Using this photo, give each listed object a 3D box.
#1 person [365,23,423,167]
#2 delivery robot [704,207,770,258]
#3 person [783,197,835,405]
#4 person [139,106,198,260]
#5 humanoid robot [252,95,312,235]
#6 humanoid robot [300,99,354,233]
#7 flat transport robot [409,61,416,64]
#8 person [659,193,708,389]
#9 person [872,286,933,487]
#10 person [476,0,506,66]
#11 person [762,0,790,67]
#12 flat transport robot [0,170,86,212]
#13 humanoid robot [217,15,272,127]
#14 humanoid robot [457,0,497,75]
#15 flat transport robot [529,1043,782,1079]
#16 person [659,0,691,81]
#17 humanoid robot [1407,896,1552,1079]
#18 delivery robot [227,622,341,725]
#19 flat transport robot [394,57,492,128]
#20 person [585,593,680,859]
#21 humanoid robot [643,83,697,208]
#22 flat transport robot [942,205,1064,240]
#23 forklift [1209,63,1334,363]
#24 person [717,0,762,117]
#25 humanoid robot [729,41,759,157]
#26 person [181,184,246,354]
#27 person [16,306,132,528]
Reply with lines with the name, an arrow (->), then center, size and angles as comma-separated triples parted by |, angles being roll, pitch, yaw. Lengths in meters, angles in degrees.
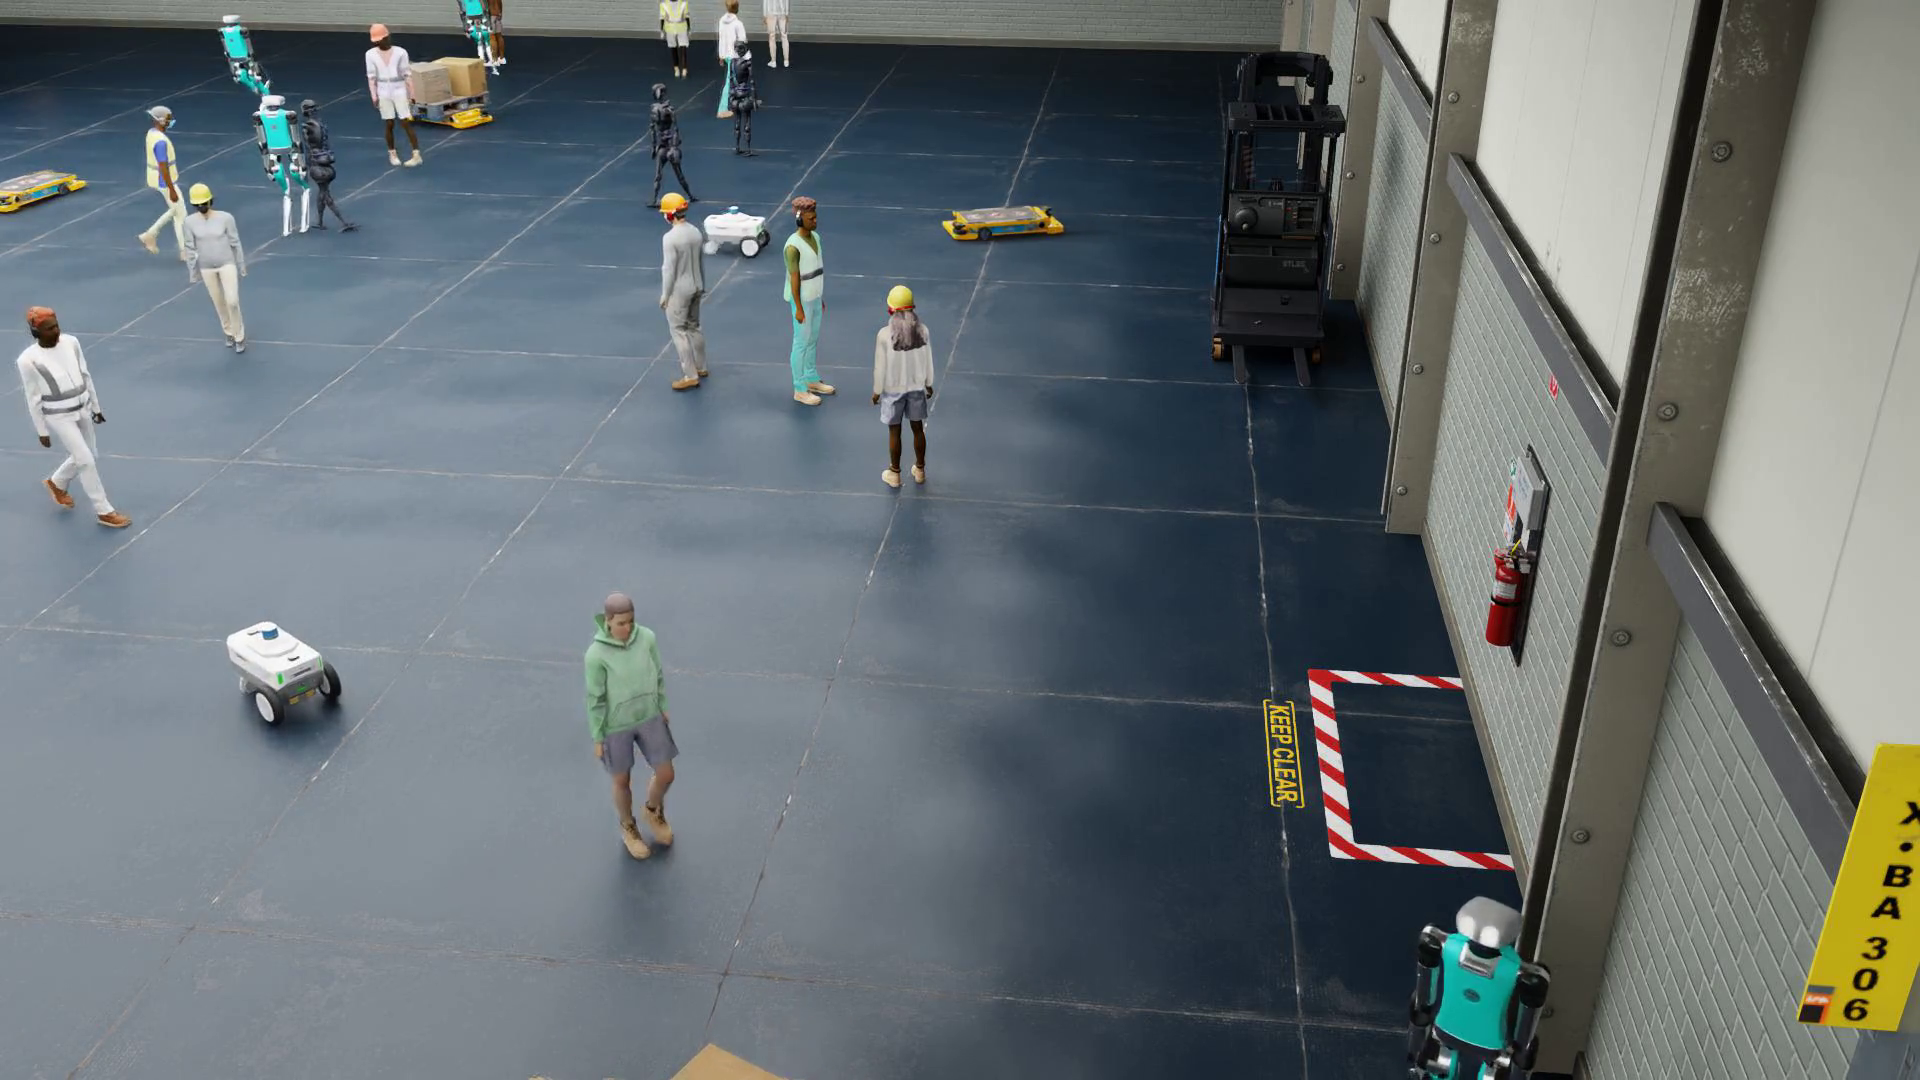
person -> -8.192, -6.415, 23.989 | 0.604, 2.029, 0.428 | -3, 27, -5
delivery robot -> -2.735, -3.774, 20.350 | 0.791, 0.592, 0.499 | 4, 27, 8
person -> -1.457, -2.282, 15.790 | 0.405, 1.978, 0.483 | 10, 28, 20
person -> -9.490, -4.214, 19.769 | 0.626, 1.865, 0.572 | -13, 29, -23
humanoid robot -> -8.430, -4.722, 20.916 | 0.531, 1.796, 0.672 | -2, 27, -3
humanoid robot -> -8.062, -4.723, 21.044 | 0.633, 1.635, 0.647 | 3, 27, 5
flat transport robot -> -9.944, -8.370, 29.848 | 0.659, 0.231, 1.431 | -18, 32, -32
person -> -2.664, -2.421, 16.182 | 0.535, 1.872, 0.721 | 13, 29, 24
person -> -0.465, -1.284, 14.029 | 0.536, 1.765, 0.403 | -10, 28, -19
person -> -8.682, -9.733, 30.802 | 0.401, 1.851, 0.790 | 9, 28, 16
person -> -3.390, -9.699, 30.707 | 0.509, 1.876, 0.381 | -9, 28, -17
flat transport robot -> -12.693, -4.746, 22.614 | 0.659, 0.231, 1.431 | 8, 28, 16
humanoid robot -> -11.208, -7.453, 26.439 | 0.556, 1.840, 0.884 | 6, 27, 13
humanoid robot -> -8.678, -9.232, 29.945 | 0.610, 1.790, 0.838 | -6, 27, -12
flat transport robot -> -1.266, 3.035, 7.079 | 0.659, 0.231, 1.431 | 11, 29, 21
person -> -5.072, -9.048, 29.643 | 0.550, 1.646, 0.867 | -3, 27, -6
humanoid robot -> 2.225, 2.200, 7.143 | 0.533, 1.814, 0.695 | 16, 31, 29
delivery robot -> -4.544, 0.856, 11.129 | 0.783, 0.611, 0.514 | 21, 33, 35
flat transport robot -> -8.314, -6.880, 26.873 | 1.431, 0.231, 0.659 | 15, 30, 27
person -> -1.858, 1.061, 9.384 | 0.499, 1.724, 0.403 | -17, 31, -30
humanoid robot -> -3.880, -5.212, 22.032 | 0.596, 1.634, 0.796 | 23, 35, 38
flat transport robot -> 0.545, -4.041, 21.206 | 1.431, 0.231, 0.659 | -6, 27, -13
forklift -> 3.241, -3.477, 17.183 | 1.129, 2.768, 1.873 | 3, 27, 6
person -> -3.645, -7.876, 27.087 | 0.517, 1.859, 1.019 | 22, 34, 36
humanoid robot -> -3.225, -6.543, 24.617 | 0.315, 1.653, 0.599 | -24, 35, -39
person -> -7.610, -2.759, 16.989 | 0.540, 1.742, 0.678 | -5, 27, -11
person -> -7.211, -1.005, 13.372 | 0.824, 1.855, 0.581 | 8, 28, 15
